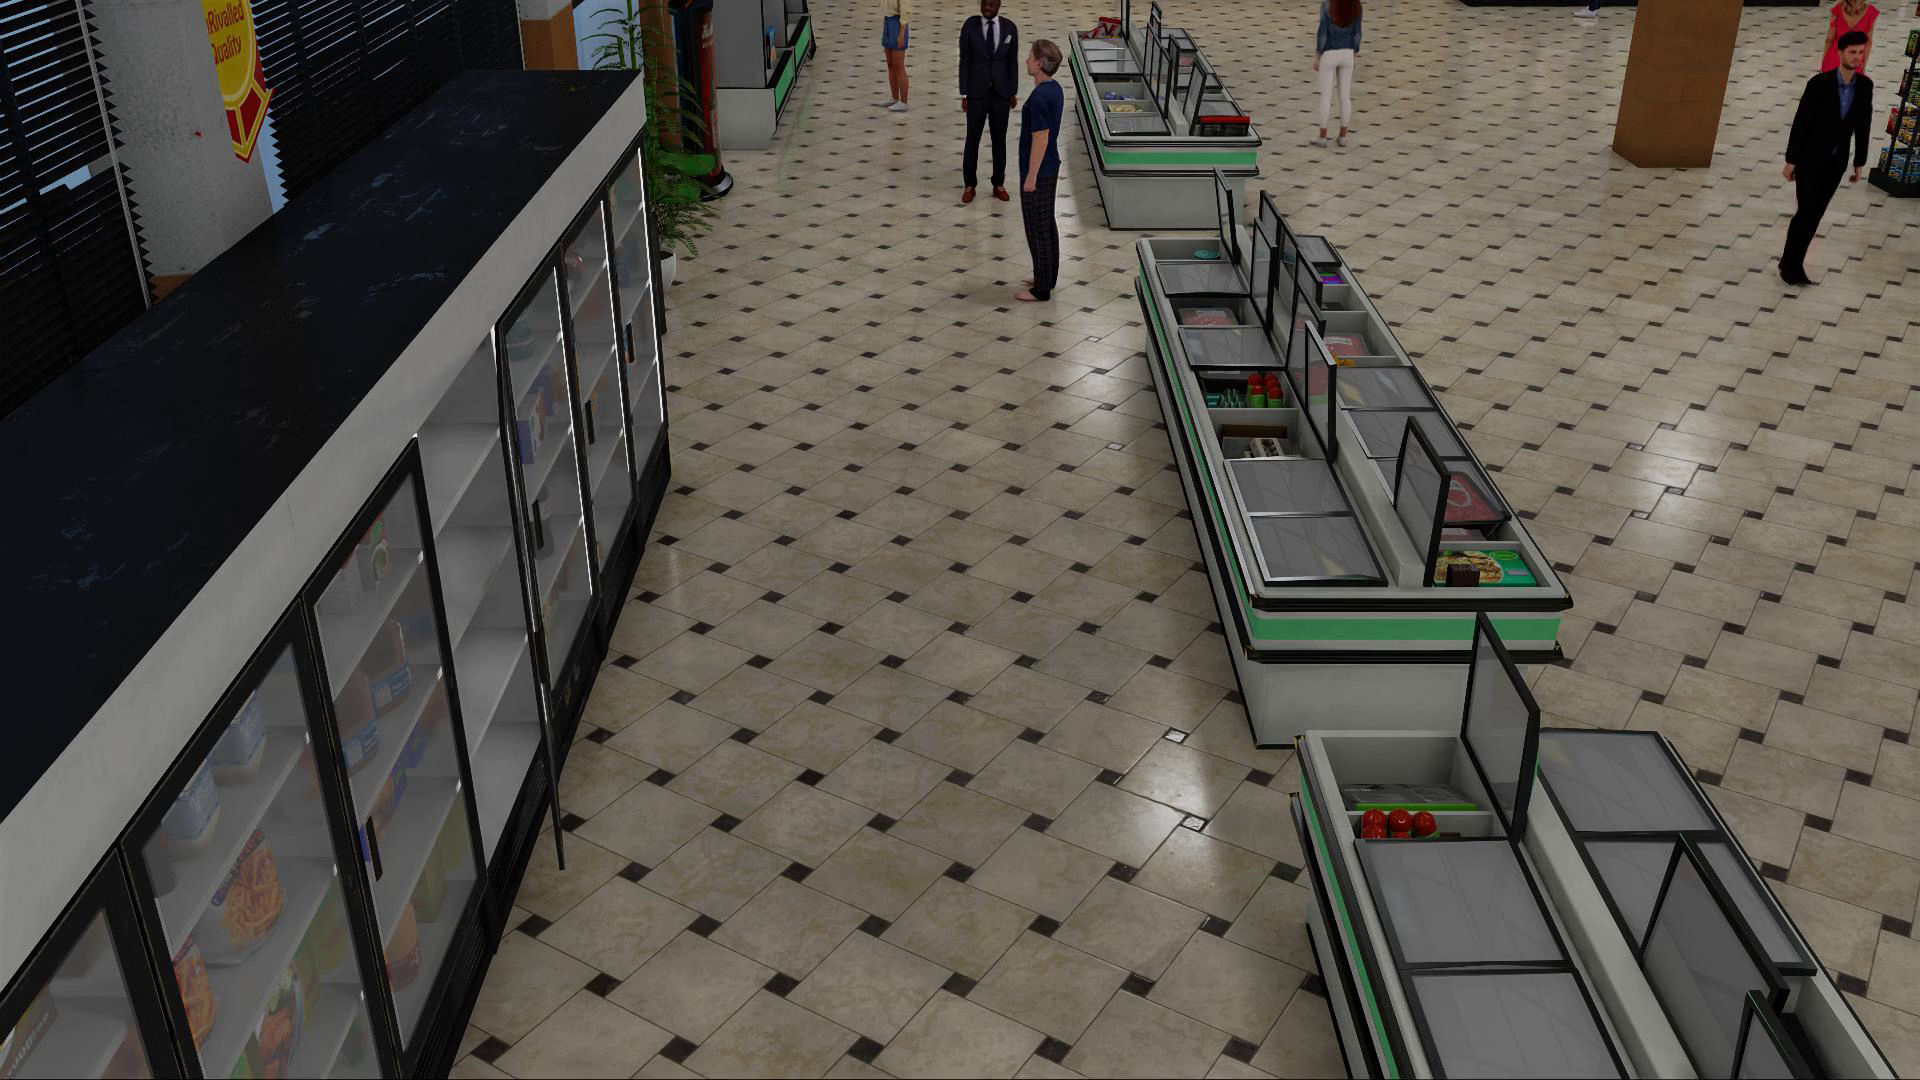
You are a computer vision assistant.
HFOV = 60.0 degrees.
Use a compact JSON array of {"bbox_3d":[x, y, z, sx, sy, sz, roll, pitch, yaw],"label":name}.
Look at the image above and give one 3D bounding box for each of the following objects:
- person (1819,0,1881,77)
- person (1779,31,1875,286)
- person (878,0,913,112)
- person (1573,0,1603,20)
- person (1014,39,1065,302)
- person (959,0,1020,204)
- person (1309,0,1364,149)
[{"bbox_3d":[8.455,-4.542,15.965,0.841,1.707,0.968,16,31,29],"label":"person"},{"bbox_3d":[6.430,-2.878,12.488,0.721,1.884,0.637,-1,27,-3],"label":"person"},{"bbox_3d":[-0.692,-5.458,17.857,0.788,1.631,0.660,-13,30,-24],"label":"person"},{"bbox_3d":[8.887,-8.208,23.017,0.853,1.866,0.745,17,32,30],"label":"person"},{"bbox_3d":[0.586,-2.698,12.147,0.774,1.871,0.572,7,28,13],"label":"person"},{"bbox_3d":[0.244,-3.914,14.598,0.713,1.825,0.645,-4,27,-7],"label":"person"},{"bbox_3d":[3.706,-4.725,16.334,0.648,1.700,0.559,-4,27,-8],"label":"person"}]
